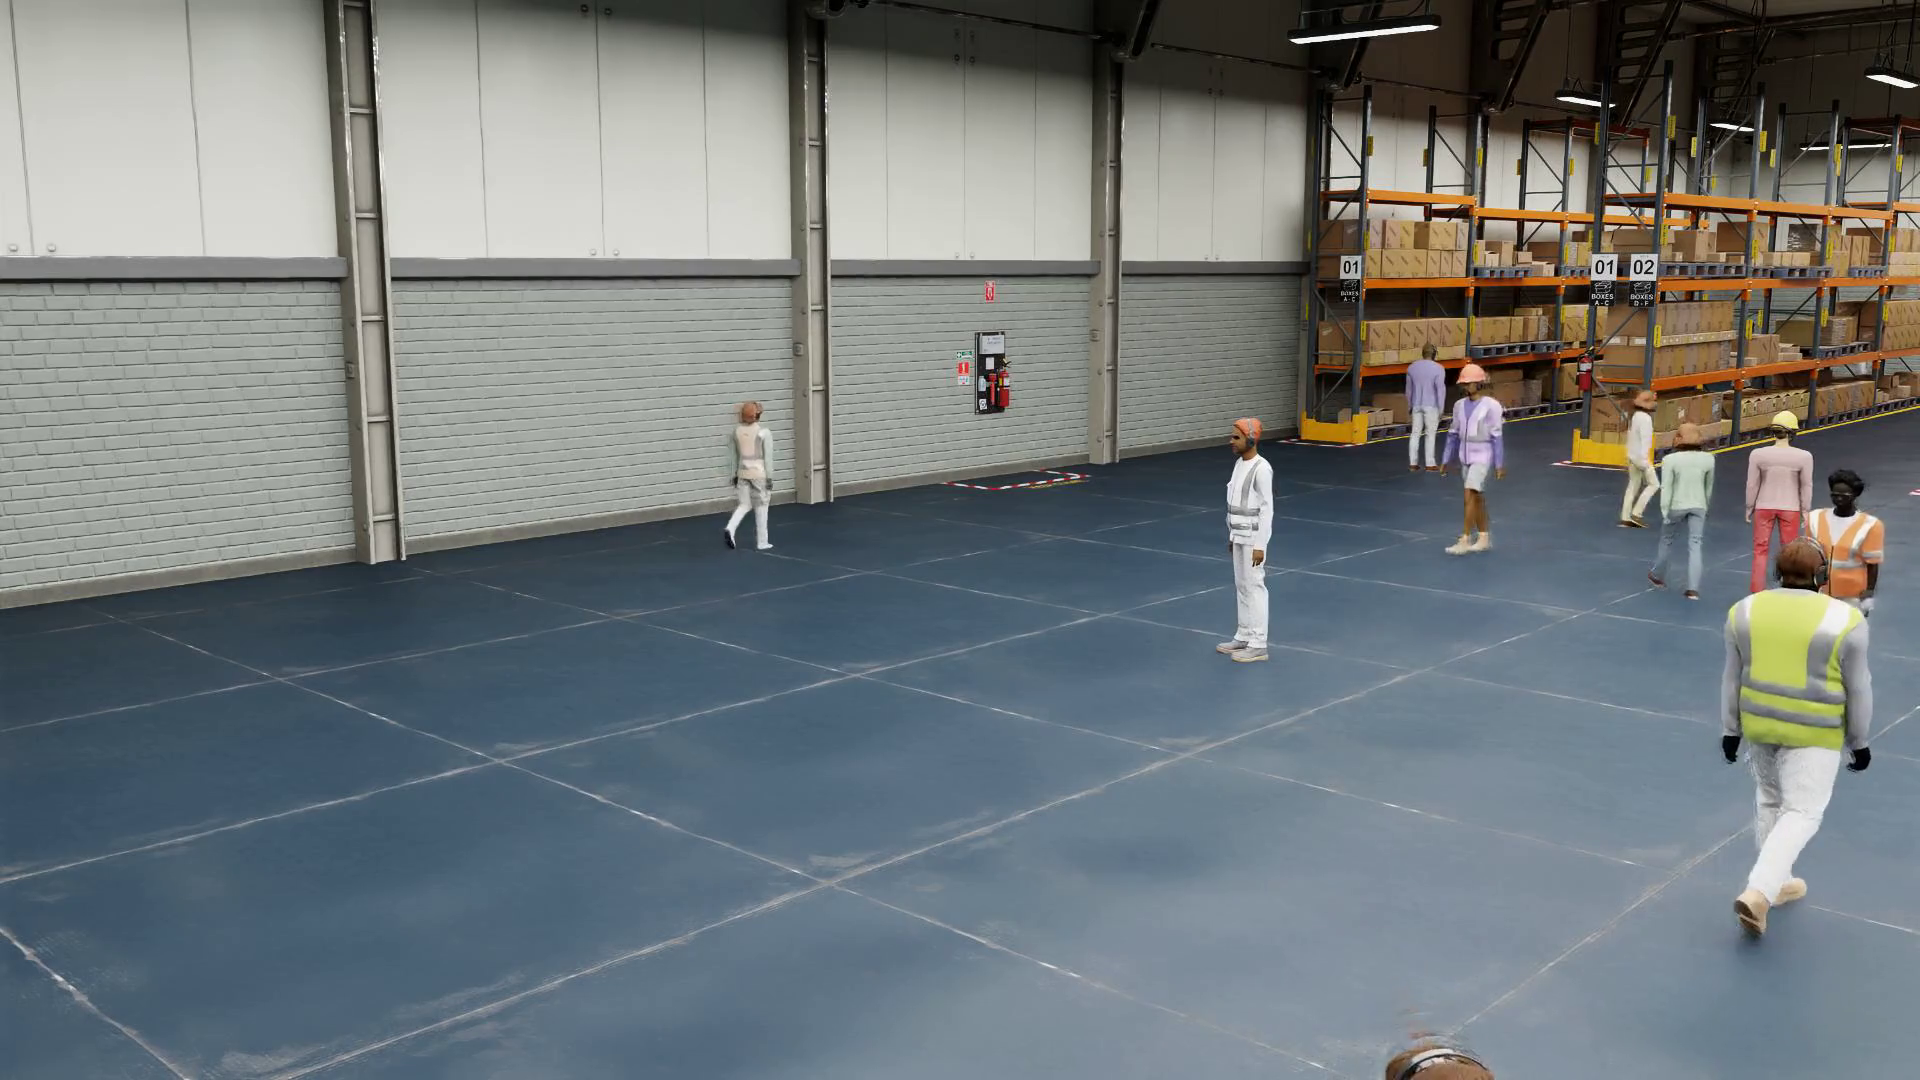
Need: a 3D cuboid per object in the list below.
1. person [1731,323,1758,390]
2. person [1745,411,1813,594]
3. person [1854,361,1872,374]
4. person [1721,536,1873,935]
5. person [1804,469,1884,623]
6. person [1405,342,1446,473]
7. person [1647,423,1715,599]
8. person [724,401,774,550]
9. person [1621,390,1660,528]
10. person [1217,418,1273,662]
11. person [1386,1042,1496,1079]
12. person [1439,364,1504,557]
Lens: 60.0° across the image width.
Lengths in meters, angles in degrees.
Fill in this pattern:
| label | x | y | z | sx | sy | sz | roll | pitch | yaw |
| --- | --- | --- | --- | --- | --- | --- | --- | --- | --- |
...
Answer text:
| label | x | y | z | sx | sy | sz | roll | pitch | yaw |
| --- | --- | --- | --- | --- | --- | --- | --- | --- | --- |
| person | 15.766 | -3.425 | 33.453 | 0.374 | 1.966 | 0.608 | -6 | 11 | -31 |
| person | 7.265 | -0.260 | 14.780 | 0.533 | 1.765 | 0.321 | 5 | 11 | 28 |
| person | 21.805 | -4.307 | 39.937 | 0.515 | 1.590 | 0.829 | 0 | 9 | -2 |
| person | 3.789 | 0.890 | 7.644 | 0.848 | 1.813 | 0.627 | -7 | 11 | -35 |
| person | 5.902 | 0.360 | 11.231 | 0.618 | 1.672 | 0.550 | -9 | 13 | -43 |
| person | 6.902 | -1.967 | 24.655 | 0.352 | 1.937 | 0.635 | -9 | 13 | -42 |
| person | 6.726 | -0.287 | 15.477 | 0.508 | 1.593 | 0.839 | 1 | 9 | 5 |
| person | -2.242 | -0.667 | 17.704 | 0.520 | 1.621 | 0.608 | 5 | 10 | 27 |
| person | 7.931 | -0.934 | 19.317 | 0.440 | 1.615 | 0.527 | 1 | 9 | 7 |
| person | 2.227 | -0.004 | 12.854 | 0.337 | 1.882 | 0.583 | -2 | 9 | -11 |
| person | 0.795 | 1.694 | 2.798 | 0.639 | 1.797 | 0.945 | -1 | 9 | -6 |
| person | 5.324 | -0.832 | 17.501 | 0.870 | 2.010 | 0.638 | -5 | 10 | -26 |
